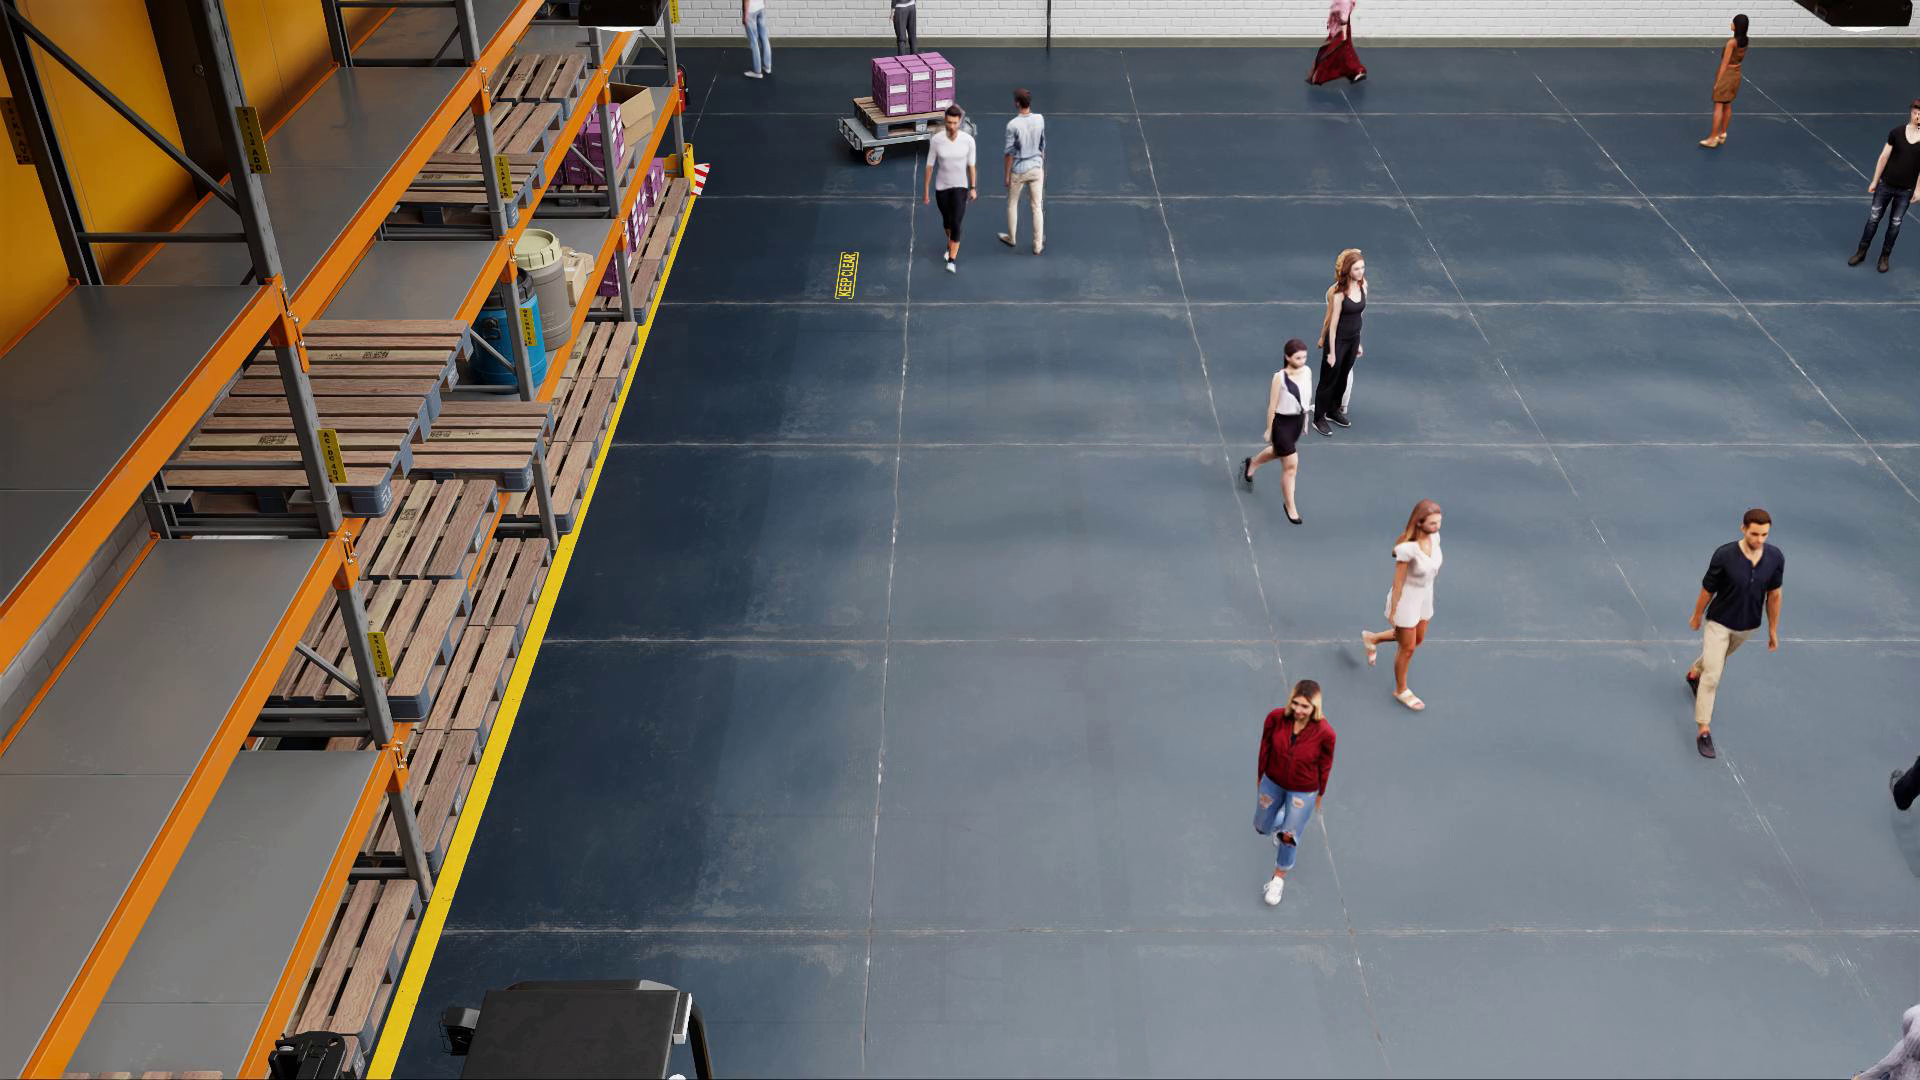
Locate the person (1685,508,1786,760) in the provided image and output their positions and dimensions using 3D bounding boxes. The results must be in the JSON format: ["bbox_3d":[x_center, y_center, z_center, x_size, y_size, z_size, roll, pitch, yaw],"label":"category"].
[{"bbox_3d":[5.361,0.526,11.619,0.654,1.807,1.161,1,34,1],"label":"person"}]

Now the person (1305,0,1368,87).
[{"bbox_3d":[5.422,-7.136,23.334,0.881,1.599,1.085,9,35,13],"label":"person"}]

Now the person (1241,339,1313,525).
[{"bbox_3d":[2.704,-0.969,14.038,0.926,1.620,1.123,-19,38,-26],"label":"person"}]

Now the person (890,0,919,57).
[{"bbox_3d":[-0.793,-7.574,23.829,0.654,1.782,0.672,-20,39,-27],"label":"person"}]

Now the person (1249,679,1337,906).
[{"bbox_3d":[2.071,1.490,10.337,0.834,1.621,0.968,16,37,22],"label":"person"}]

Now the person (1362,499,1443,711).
[{"bbox_3d":[3.171,0.409,11.912,0.877,1.678,1.002,-21,39,-28],"label":"person"}]

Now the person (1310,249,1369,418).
[{"bbox_3d":[3.537,-1.919,15.421,0.682,1.670,0.688,-16,37,-22],"label":"person"}]

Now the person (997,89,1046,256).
[{"bbox_3d":[0.763,-4.090,18.546,0.813,1.828,0.939,-8,34,-11],"label":"person"}]

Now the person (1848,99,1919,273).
[{"bbox_3d":[10.252,-3.896,18.191,0.760,1.897,0.776,20,39,28],"label":"person"}]

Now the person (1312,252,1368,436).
[{"bbox_3d":[3.479,-1.815,15.196,0.666,1.747,0.697,-22,39,-29],"label":"person"}]

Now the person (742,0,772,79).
[{"bbox_3d":[-2.935,-7.559,23.744,0.794,1.850,0.667,18,38,25],"label":"person"}]

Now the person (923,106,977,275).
[{"bbox_3d":[-0.081,-3.885,18.257,0.845,1.805,1.233,6,34,9],"label":"person"}]

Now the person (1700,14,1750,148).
[{"bbox_3d":[9.891,-5.922,21.431,0.632,1.684,0.682,-26,42,-33],"label":"person"}]
